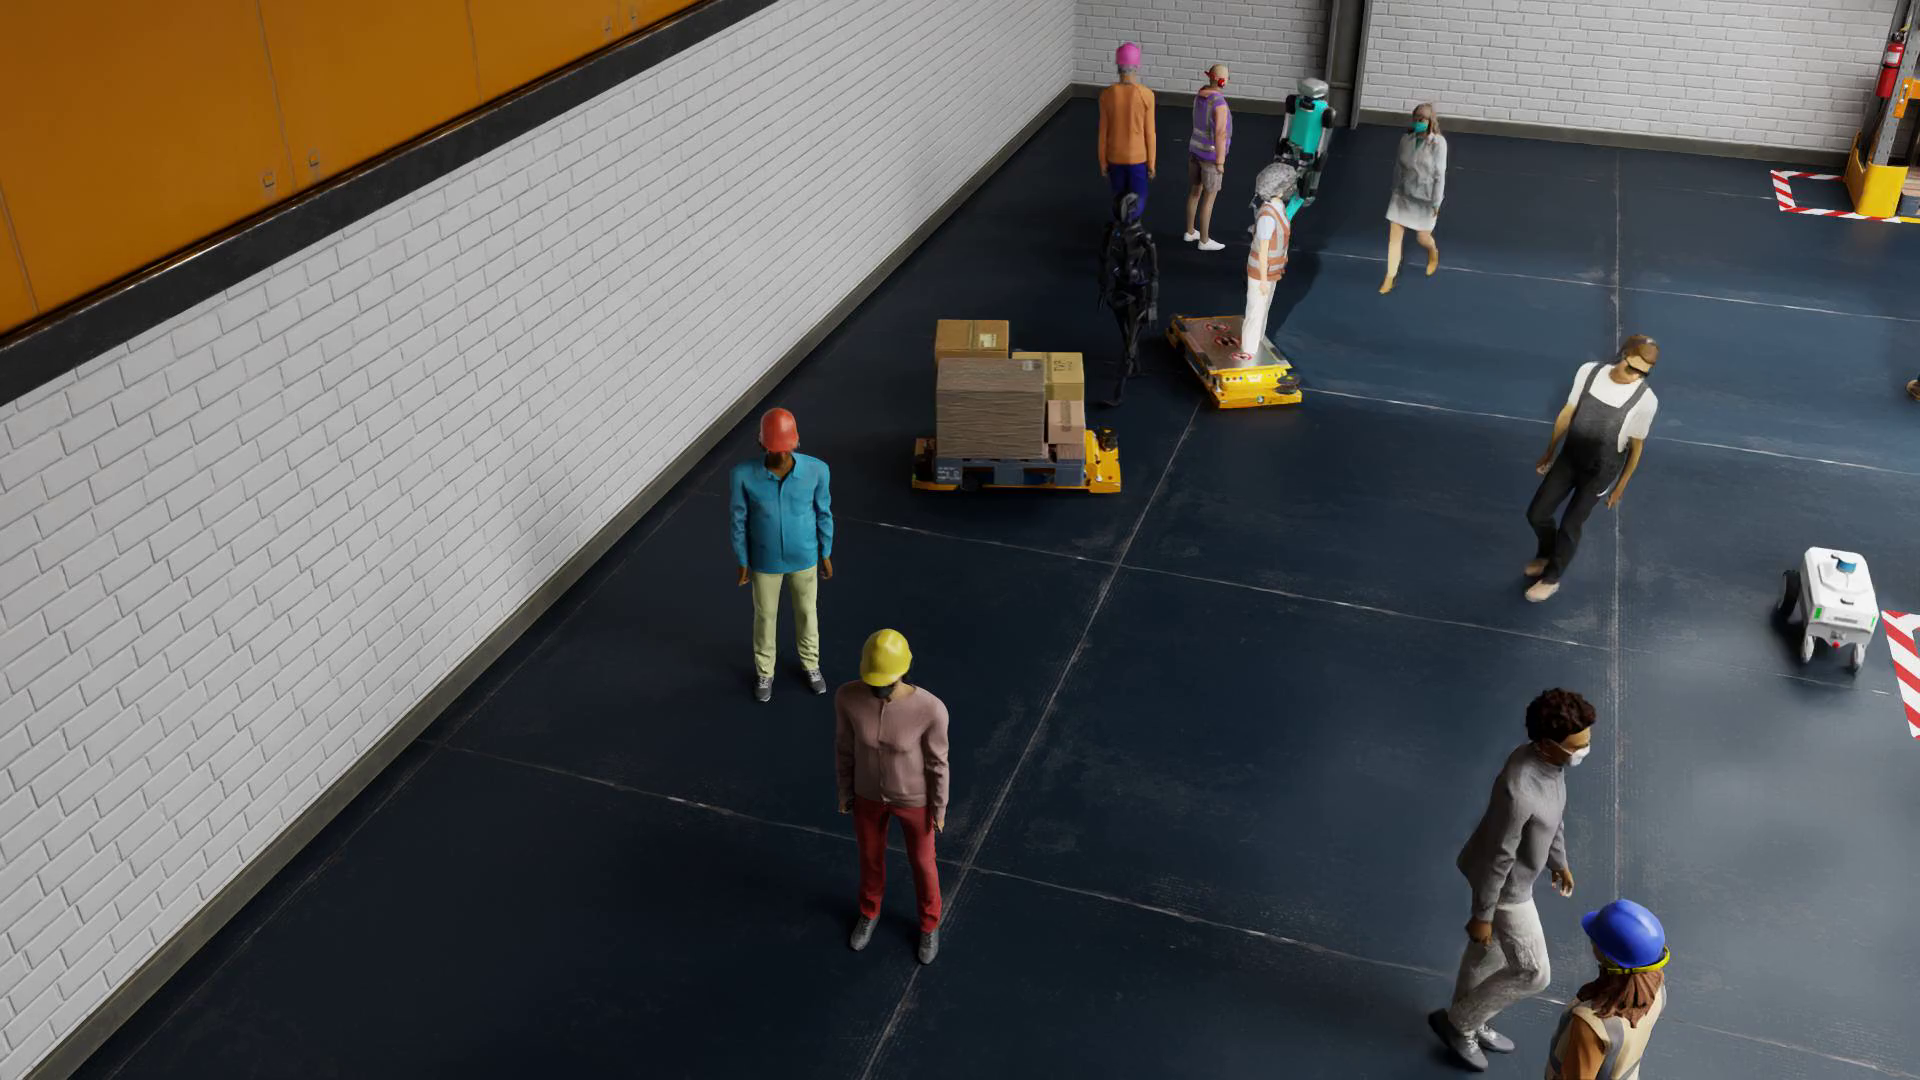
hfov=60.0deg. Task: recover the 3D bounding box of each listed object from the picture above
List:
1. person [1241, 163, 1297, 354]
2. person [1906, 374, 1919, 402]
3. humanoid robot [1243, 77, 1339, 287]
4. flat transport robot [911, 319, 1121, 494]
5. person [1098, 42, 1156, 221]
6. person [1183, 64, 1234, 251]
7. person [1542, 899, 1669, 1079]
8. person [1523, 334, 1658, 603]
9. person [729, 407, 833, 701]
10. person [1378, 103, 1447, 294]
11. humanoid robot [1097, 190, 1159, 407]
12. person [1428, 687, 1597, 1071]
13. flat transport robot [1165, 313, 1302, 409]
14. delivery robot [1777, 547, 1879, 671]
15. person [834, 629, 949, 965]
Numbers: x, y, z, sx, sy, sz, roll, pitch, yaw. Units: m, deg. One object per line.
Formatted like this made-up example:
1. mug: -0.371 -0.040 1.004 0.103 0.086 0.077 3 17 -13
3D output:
1. person: 2.351 -2.050 12.706 0.305 1.690 0.445 12 32 19
2. person: 7.454 -1.878 12.244 0.545 1.865 0.377 9 32 15
3. humanoid robot: 2.741 -3.002 14.358 0.862 1.864 0.568 -22 37 -32
4. flat transport robot: 0.392 -0.567 11.589 1.431 0.231 0.659 1 30 2
5. person: 1.455 -3.365 14.685 0.537 1.958 0.655 9 32 15
6. person: 2.260 -3.482 15.149 0.346 1.687 0.478 -11 32 -18
7. person: 2.181 1.950 5.815 0.463 1.780 0.305 -23 38 -34
8. person: 3.681 -0.404 9.807 0.404 1.793 0.586 -20 36 -30
9. person: -0.957 0.077 9.028 0.558 1.752 0.323 -6 31 -10
10. person: 3.941 -2.948 14.282 0.497 1.636 0.659 21 36 31
11. humanoid robot: 1.255 -1.824 12.369 0.743 1.621 0.611 -25 38 -35
12. person: 2.238 1.380 6.694 0.483 1.881 0.519 14 33 23
13. flat transport robot: 2.128 -1.427 13.054 0.659 0.231 1.431 -5 31 -9
14. delivery robot: 5.127 0.352 9.748 0.499 0.599 0.784 10 32 16
15. person: -0.298 1.123 7.249 0.520 1.759 0.347 9 32 14
